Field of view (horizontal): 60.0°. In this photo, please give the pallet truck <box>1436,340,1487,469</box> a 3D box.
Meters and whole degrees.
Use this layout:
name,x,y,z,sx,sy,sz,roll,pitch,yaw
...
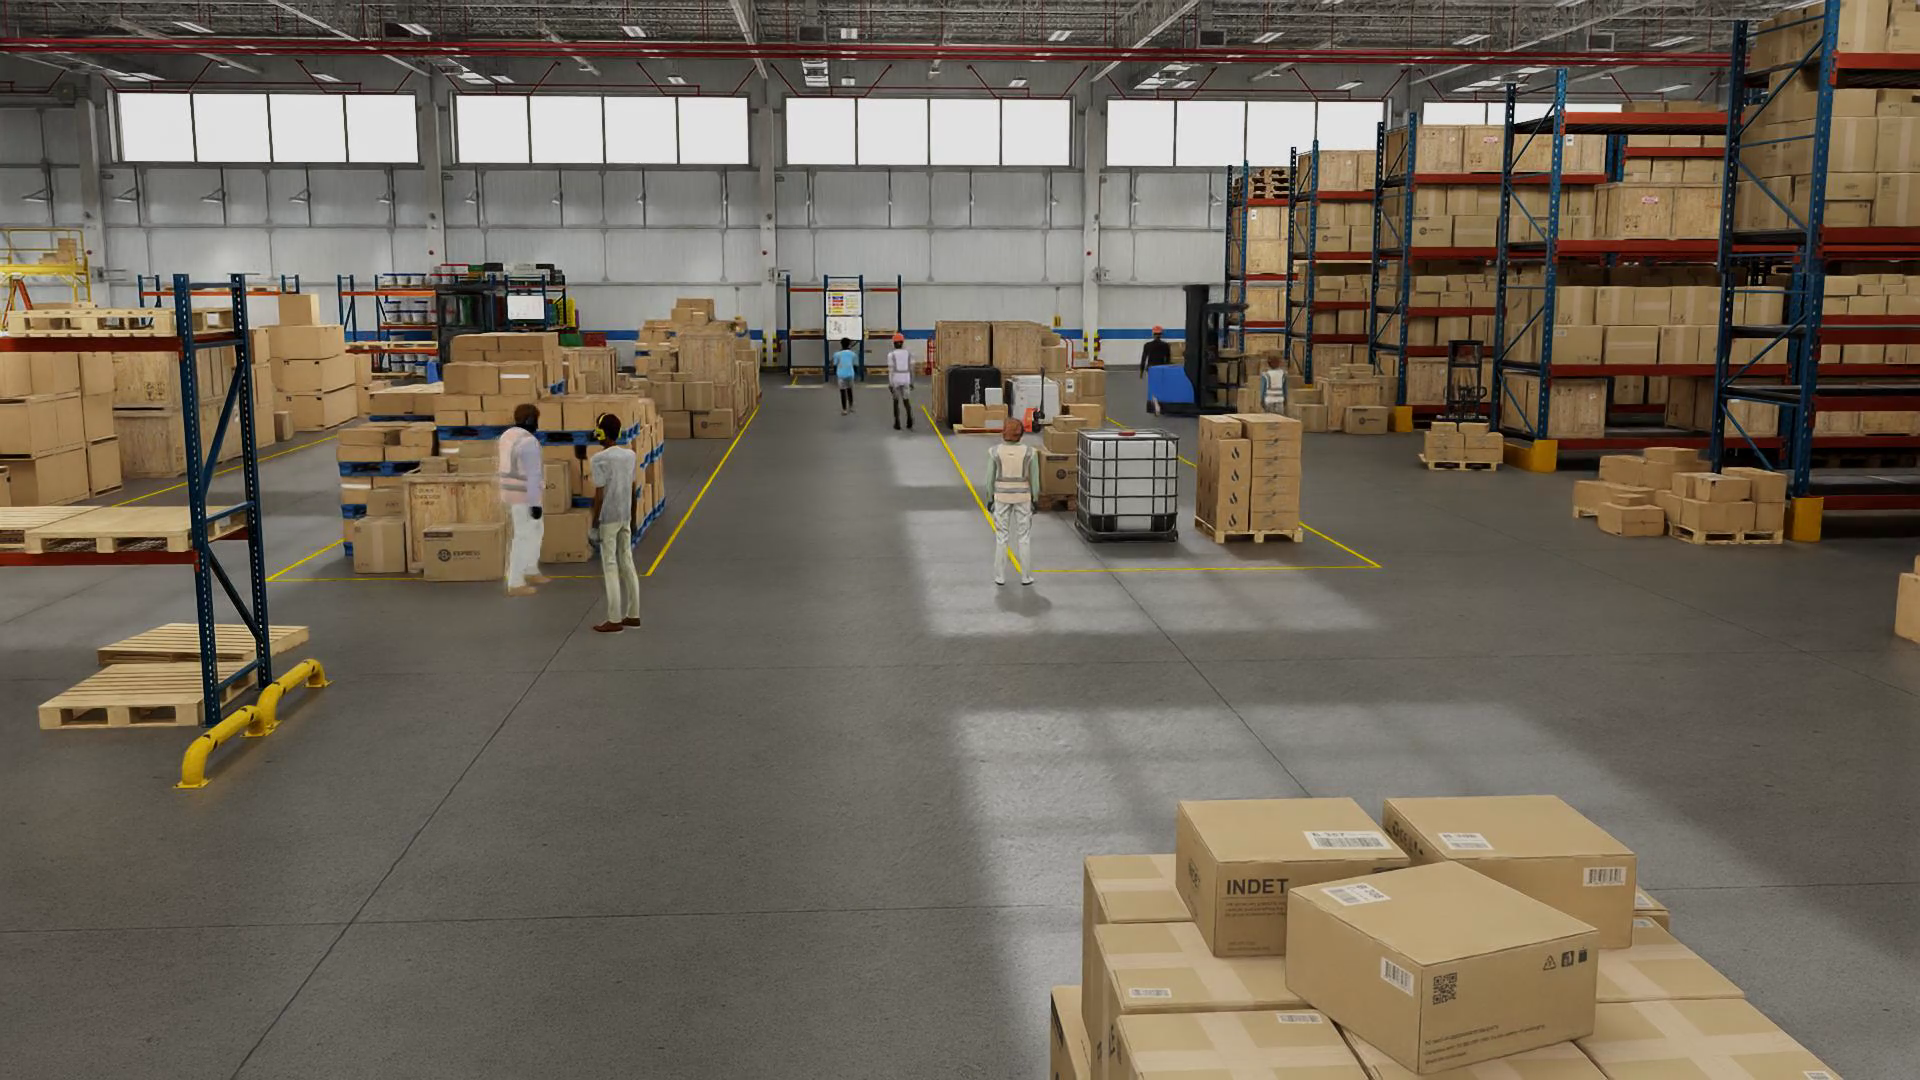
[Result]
name,x,y,z,sx,sy,sz,roll,pitch,yaw
pallet truck,8.004,-2.170,26.422,0.823,1.965,1.885,2,9,14

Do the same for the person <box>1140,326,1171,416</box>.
name,x,y,z,sx,sy,sz,roll,pitch,yaw
person,4.235,-3.648,35.900,0.612,1.948,1.039,-2,9,-14

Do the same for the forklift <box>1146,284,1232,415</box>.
name,x,y,z,sx,sy,sz,roll,pitch,yaw
forklift,5.047,-4.084,35.675,1.873,2.768,1.129,4,10,22

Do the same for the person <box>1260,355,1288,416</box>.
name,x,y,z,sx,sy,sz,roll,pitch,yaw
person,5.552,-2.460,29.379,0.525,1.620,0.448,-2,9,-10

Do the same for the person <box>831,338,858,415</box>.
name,x,y,z,sx,sy,sz,roll,pitch,yaw
person,-2.516,-3.553,36.127,0.552,1.673,0.674,-4,10,-22

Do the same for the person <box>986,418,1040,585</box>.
name,x,y,z,sx,sy,sz,roll,pitch,yaw
person,0.515,-0.368,16.227,0.524,1.639,0.308,1,9,4

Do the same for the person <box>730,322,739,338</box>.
name,x,y,z,sx,sy,sz,roll,pitch,yaw
person,-5.650,-4.467,41.222,1.032,1.890,0.653,3,9,16

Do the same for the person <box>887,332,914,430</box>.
name,x,y,z,sx,sy,sz,roll,pitch,yaw
person,-1.145,-3.094,32.463,0.568,1.919,0.578,-3,10,-20

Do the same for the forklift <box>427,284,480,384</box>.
name,x,y,z,sx,sy,sz,roll,pitch,yaw
forklift,-11.146,-4.298,37.019,1.129,2.768,1.873,-6,11,-31

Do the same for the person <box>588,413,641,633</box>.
name,x,y,z,sx,sy,sz,roll,pitch,yaw
person,-2.937,-0.140,14.091,0.309,1.864,0.535,6,11,34

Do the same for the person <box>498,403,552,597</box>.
name,x,y,z,sx,sy,sz,roll,pitch,yaw
person,-4.110,-0.390,15.842,0.703,1.805,0.668,-7,12,-38
